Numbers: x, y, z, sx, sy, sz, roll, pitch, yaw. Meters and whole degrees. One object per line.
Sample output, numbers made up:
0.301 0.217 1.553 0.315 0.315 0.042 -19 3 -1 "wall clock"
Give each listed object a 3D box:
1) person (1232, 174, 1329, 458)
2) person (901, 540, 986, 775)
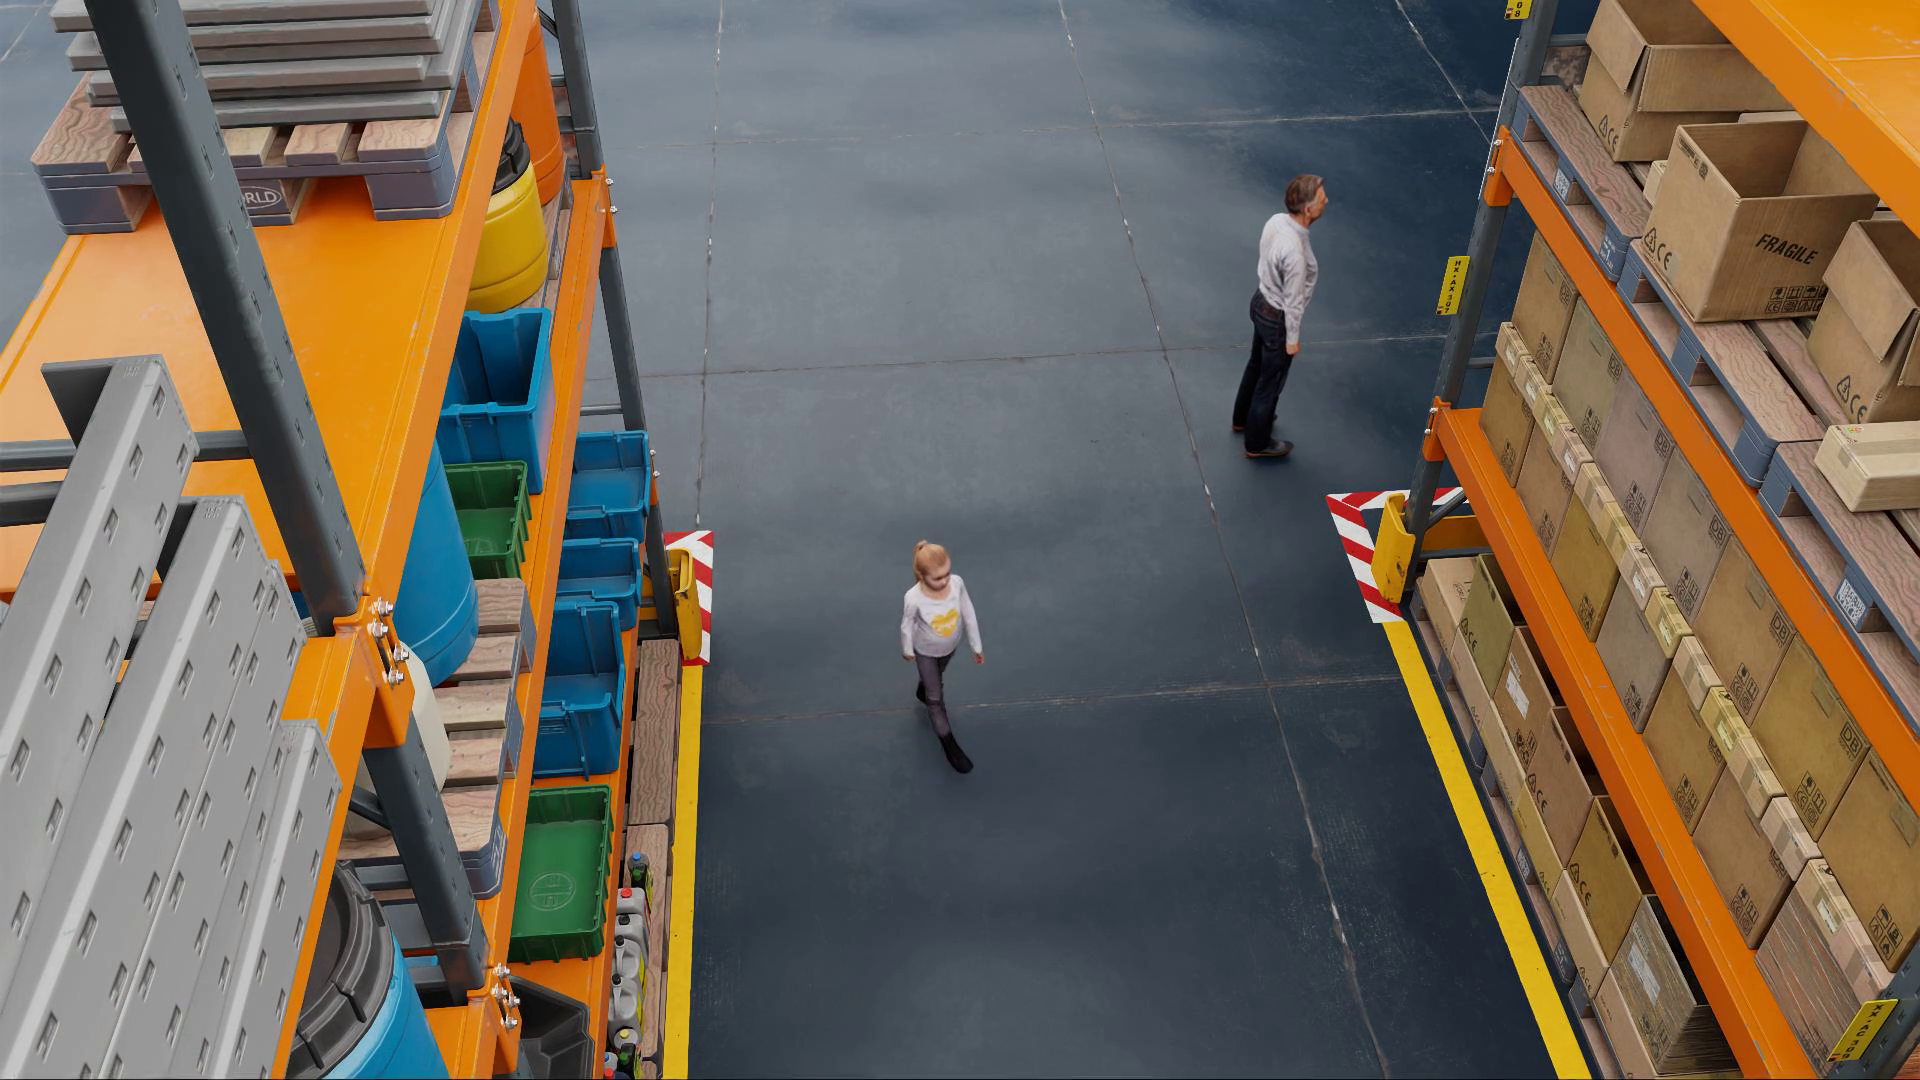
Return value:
1.835 -1.301 9.608 0.700 1.816 0.492 -5 42 -5 "person"
-0.146 0.465 8.083 0.749 1.250 0.943 -24 47 -24 "person"
